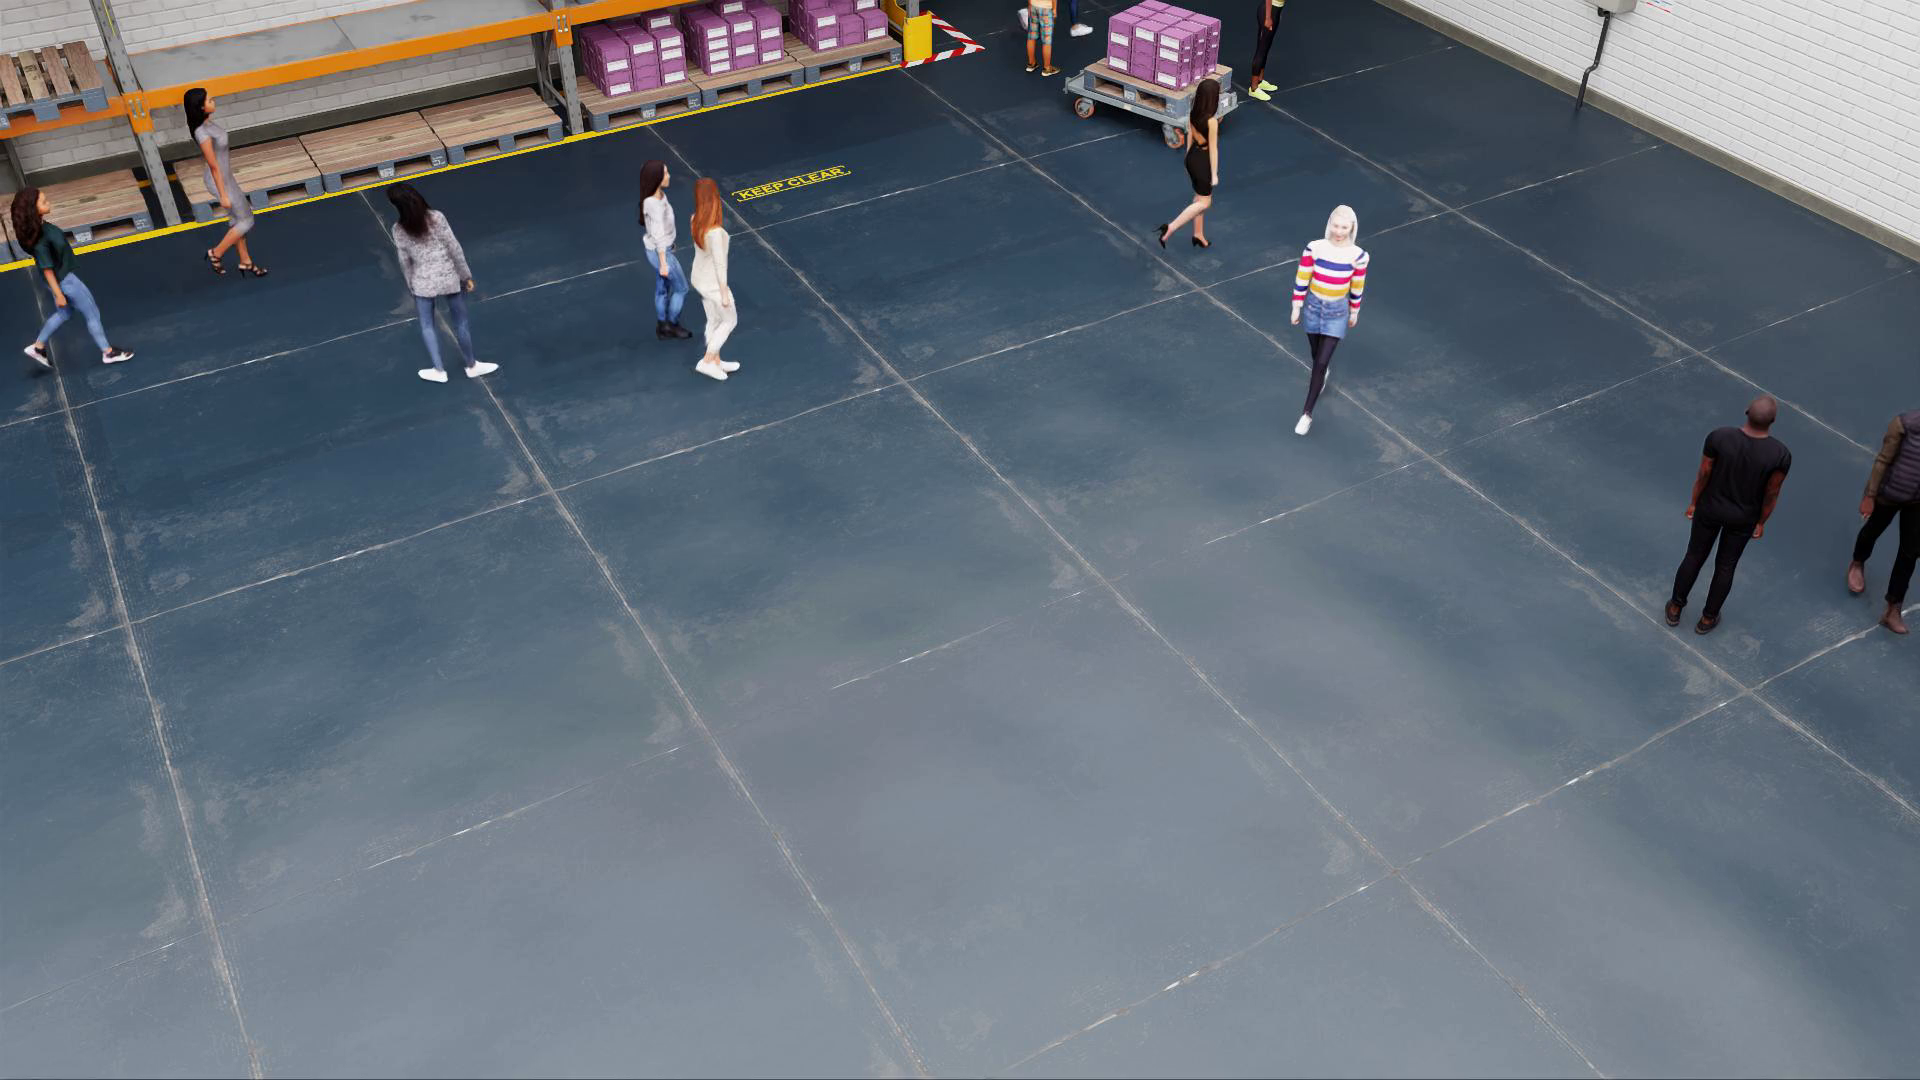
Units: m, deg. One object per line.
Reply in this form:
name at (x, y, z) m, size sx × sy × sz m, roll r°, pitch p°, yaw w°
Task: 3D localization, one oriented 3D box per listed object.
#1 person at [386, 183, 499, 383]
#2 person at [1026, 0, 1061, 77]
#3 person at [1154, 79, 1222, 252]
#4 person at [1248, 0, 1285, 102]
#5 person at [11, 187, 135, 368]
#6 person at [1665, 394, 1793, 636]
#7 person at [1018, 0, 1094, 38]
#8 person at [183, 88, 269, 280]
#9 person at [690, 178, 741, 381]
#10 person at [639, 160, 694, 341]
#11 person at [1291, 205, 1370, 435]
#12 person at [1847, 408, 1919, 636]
person at (-4.096, -2.036, 13.190) m, size 0.613 × 1.707 × 0.893 m, roll 1°, pitch 39°, yaw 1°
person at (0.890, -5.800, 18.100) m, size 0.589 × 1.461 × 0.603 m, roll 25°, pitch 45°, yaw 27°
person at (2.075, -3.275, 14.798) m, size 0.881 × 1.636 × 0.618 m, roll -16°, pitch 41°, yaw -19°
person at (3.262, -5.559, 17.563) m, size 0.703 × 1.755 × 0.618 m, roll 15°, pitch 41°, yaw 18°
person at (-7.279, -2.061, 13.312) m, size 0.977 × 1.593 × 0.572 m, roll -19°, pitch 42°, yaw -22°
person at (4.957, -0.163, 10.754) m, size 0.749 × 1.819 × 0.739 m, roll 21°, pitch 43°, yaw 24°
person at (1.087, -6.496, 18.741) m, size 1.181 × 1.748 × 0.853 m, roll -7°, pitch 39°, yaw -9°
person at (-6.455, -3.022, 14.373) m, size 0.778 × 1.771 × 0.663 m, roll -13°, pitch 40°, yaw -16°
person at (-2.052, -2.009, 13.184) m, size 0.664 × 1.672 × 0.632 m, roll -21°, pitch 43°, yaw -24°
person at (-2.528, -2.337, 13.632) m, size 0.632 × 1.625 × 0.669 m, roll -10°, pitch 40°, yaw -12°
person at (2.834, -1.773, 12.814) m, size 1.085 × 1.766 × 1.247 m, roll 15°, pitch 41°, yaw 18°
person at (6.230, -0.352, 11.004) m, size 1.151 × 1.802 × 1.183 m, roll 6°, pitch 39°, yaw 8°
